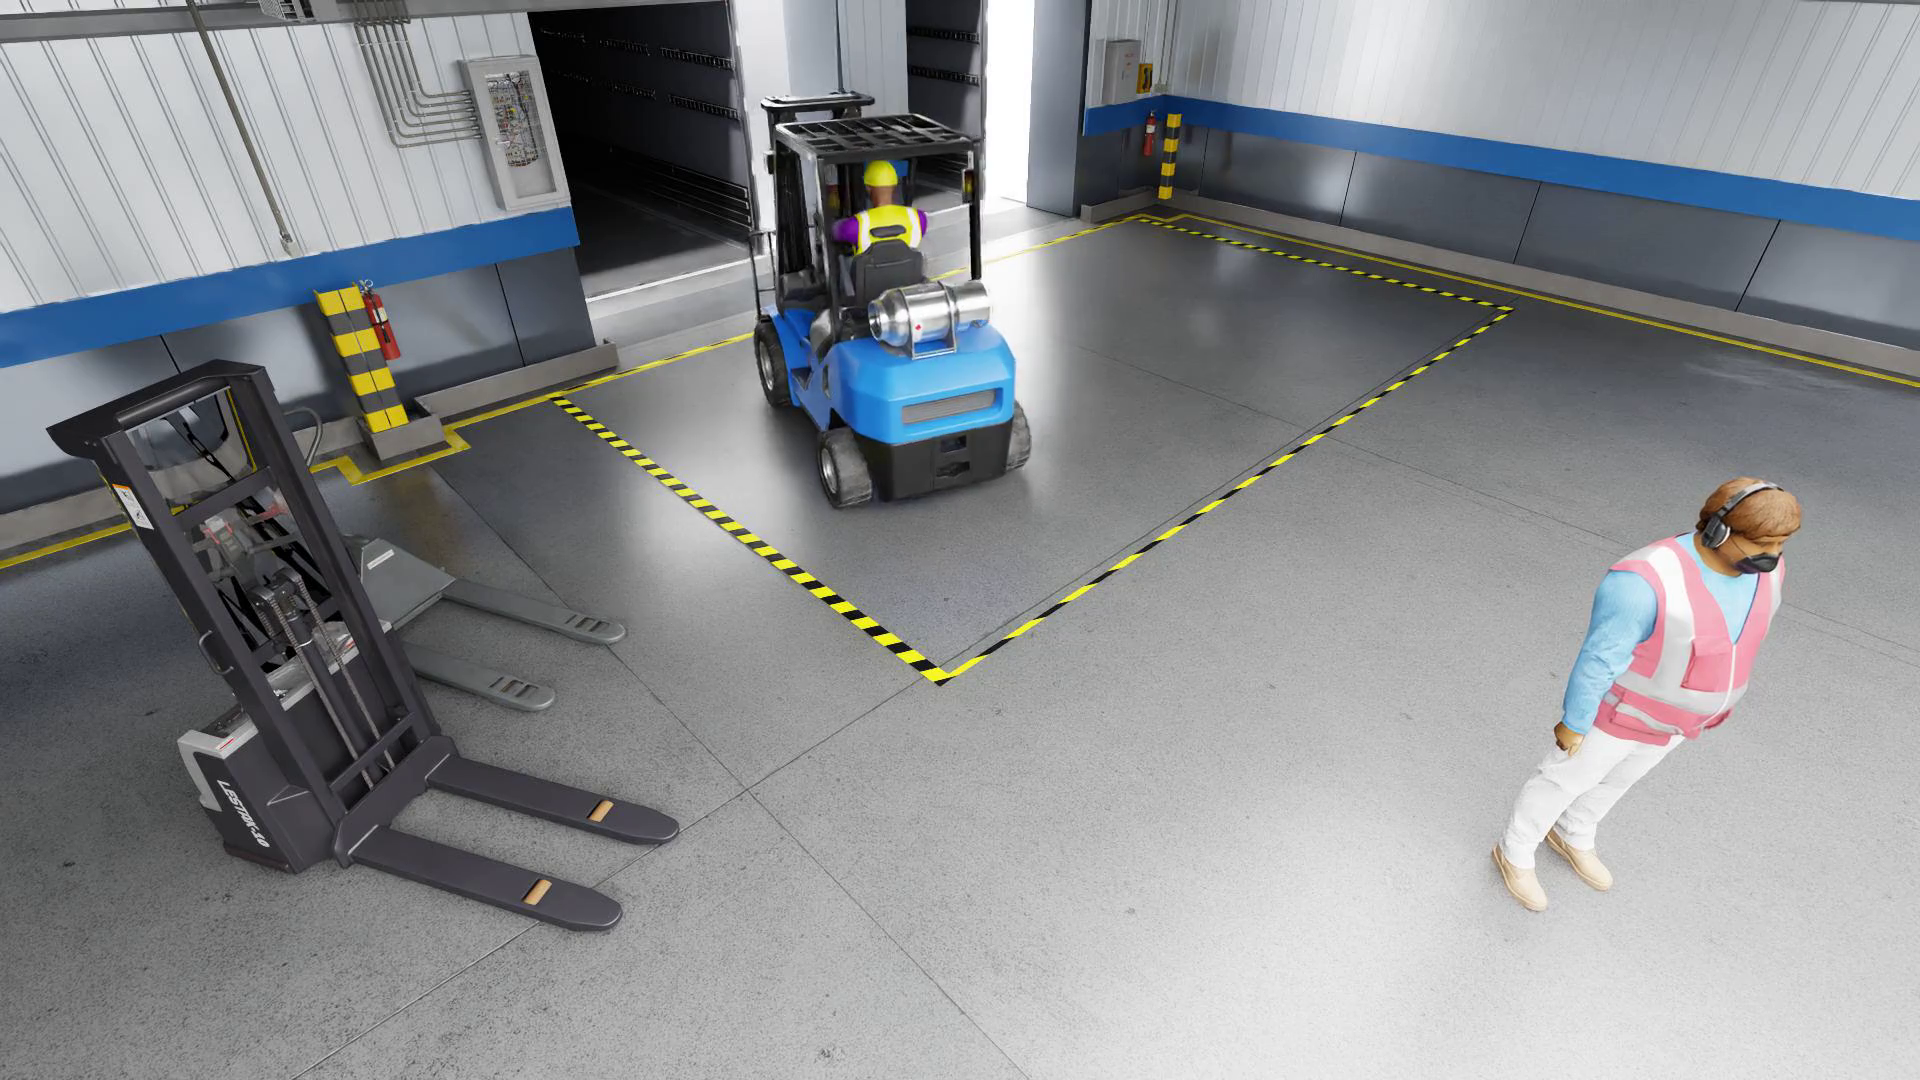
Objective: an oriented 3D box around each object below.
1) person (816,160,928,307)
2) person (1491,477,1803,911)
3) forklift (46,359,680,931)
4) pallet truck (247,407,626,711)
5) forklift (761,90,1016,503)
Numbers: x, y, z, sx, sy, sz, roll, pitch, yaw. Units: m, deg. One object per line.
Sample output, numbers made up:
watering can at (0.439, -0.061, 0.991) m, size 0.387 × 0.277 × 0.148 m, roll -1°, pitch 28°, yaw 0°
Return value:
person at (-0.611, -1.970, 6.222) m, size 0.635 × 1.294 × 1.004 m, roll -14°, pitch 37°, yaw -20°
person at (2.404, 0.593, 3.238) m, size 0.635 × 1.841 × 0.429 m, roll -9°, pitch 35°, yaw -12°
forklift at (-2.135, 0.422, 3.354) m, size 1.885 × 1.965 × 0.823 m, roll 10°, pitch 35°, yaw 14°
pallet truck at (-2.628, 0.038, 4.590) m, size 1.601 × 1.201 × 0.680 m, roll 12°, pitch 36°, yaw 18°
forklift at (-0.593, -1.783, 6.279) m, size 1.157 × 2.036 × 2.680 m, roll -14°, pitch 37°, yaw -20°
